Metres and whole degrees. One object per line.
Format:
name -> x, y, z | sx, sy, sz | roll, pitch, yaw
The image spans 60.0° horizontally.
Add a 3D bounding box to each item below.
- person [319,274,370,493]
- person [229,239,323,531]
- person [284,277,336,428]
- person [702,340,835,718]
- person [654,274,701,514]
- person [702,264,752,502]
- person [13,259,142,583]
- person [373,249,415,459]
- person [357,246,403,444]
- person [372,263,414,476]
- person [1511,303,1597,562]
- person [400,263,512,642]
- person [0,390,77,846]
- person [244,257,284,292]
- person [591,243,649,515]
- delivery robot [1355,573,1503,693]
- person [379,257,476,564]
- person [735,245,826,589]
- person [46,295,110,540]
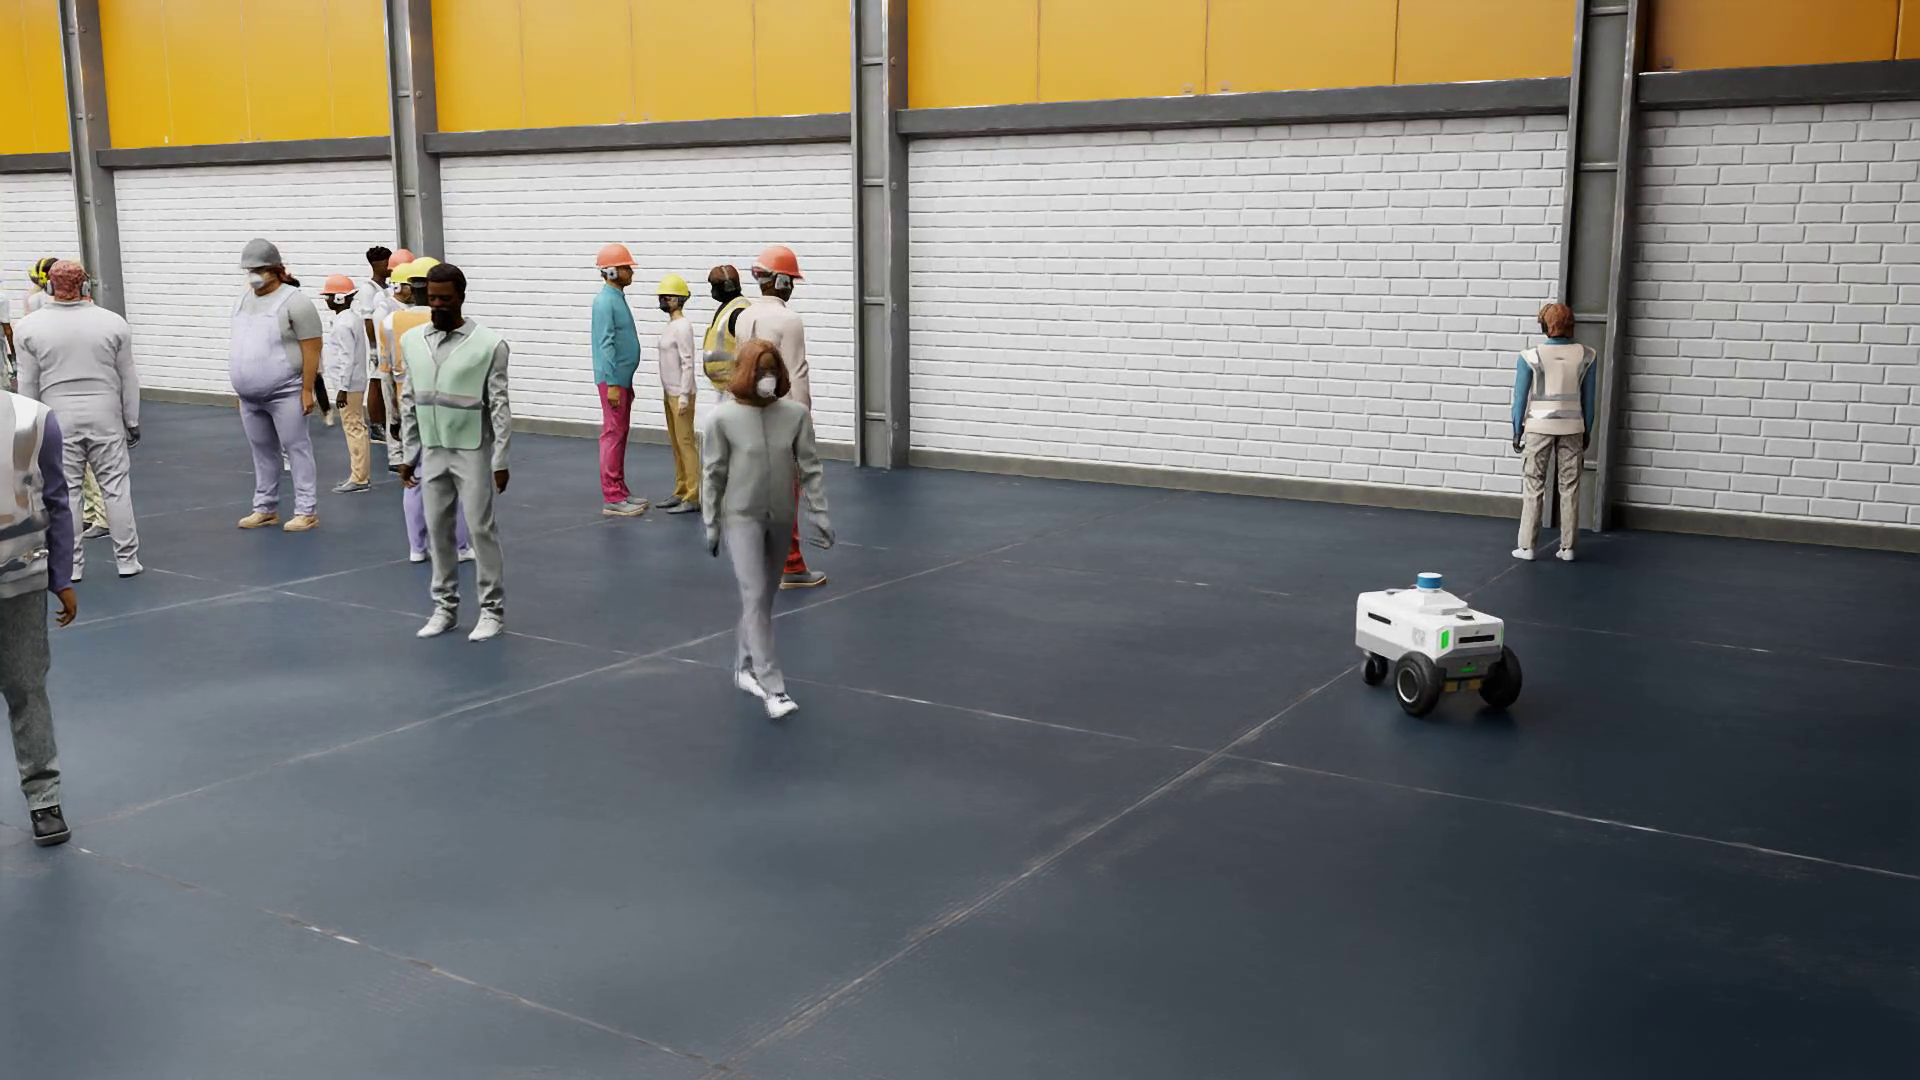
person -> -4.952, -1.261, 13.414 | 0.326, 1.752, 0.560 | -2, 10, -13
person -> -4.800, -1.071, 11.565 | 0.684, 2.000, 0.535 | 4, 11, 21
person -> -7.153, -2.032, 17.967 | 0.582, 1.661, 0.540 | -9, 13, -40
person -> -0.803, -0.050, 7.119 | 0.513, 1.592, 0.820 | -7, 12, -33
person -> -2.114, -1.082, 12.380 | 0.298, 1.772, 0.533 | -5, 11, -24
person -> -1.776, -1.208, 12.899 | 0.429, 1.835, 0.633 | -4, 11, -21
person -> -5.216, -0.700, 9.880 | 0.639, 1.910, 0.406 | -6, 12, -29
person -> -4.899, -1.594, 14.749 | 0.358, 1.938, 0.542 | 7, 12, 34
person -> -5.793, -1.955, 16.666 | 0.369, 1.967, 0.601 | 0, 10, 1
person -> -4.784, -1.470, 14.386 | 0.403, 1.824, 0.595 | 5, 11, 24
person -> 3.725, -0.666, 10.460 | 0.514, 1.634, 0.313 | 1, 10, 3
person -> -2.543, -0.442, 8.454 | 0.594, 1.911, 0.385 | 3, 11, 16
person -> -3.240, 0.132, 5.475 | 0.600, 1.831, 0.404 | -6, 12, -30
person -> -7.071, -2.044, 17.084 | 0.611, 1.995, 0.375 | 7, 12, 32
person -> -2.533, -1.186, 12.323 | 0.375, 1.997, 0.612 | 0, 10, -2
delivery robot -> 2.060, 0.388, 7.338 | 0.477, 0.478, 0.707 | -4, 11, -19
person -> -3.312, -0.800, 10.410 | 0.589, 1.916, 0.396 | 2, 10, 9
person -> -1.064, -0.713, 9.715 | 0.382, 1.993, 0.609 | -10, 14, -43
person -> -5.989, -0.886, 11.322 | 0.318, 1.755, 0.568 | -9, 13, -40
